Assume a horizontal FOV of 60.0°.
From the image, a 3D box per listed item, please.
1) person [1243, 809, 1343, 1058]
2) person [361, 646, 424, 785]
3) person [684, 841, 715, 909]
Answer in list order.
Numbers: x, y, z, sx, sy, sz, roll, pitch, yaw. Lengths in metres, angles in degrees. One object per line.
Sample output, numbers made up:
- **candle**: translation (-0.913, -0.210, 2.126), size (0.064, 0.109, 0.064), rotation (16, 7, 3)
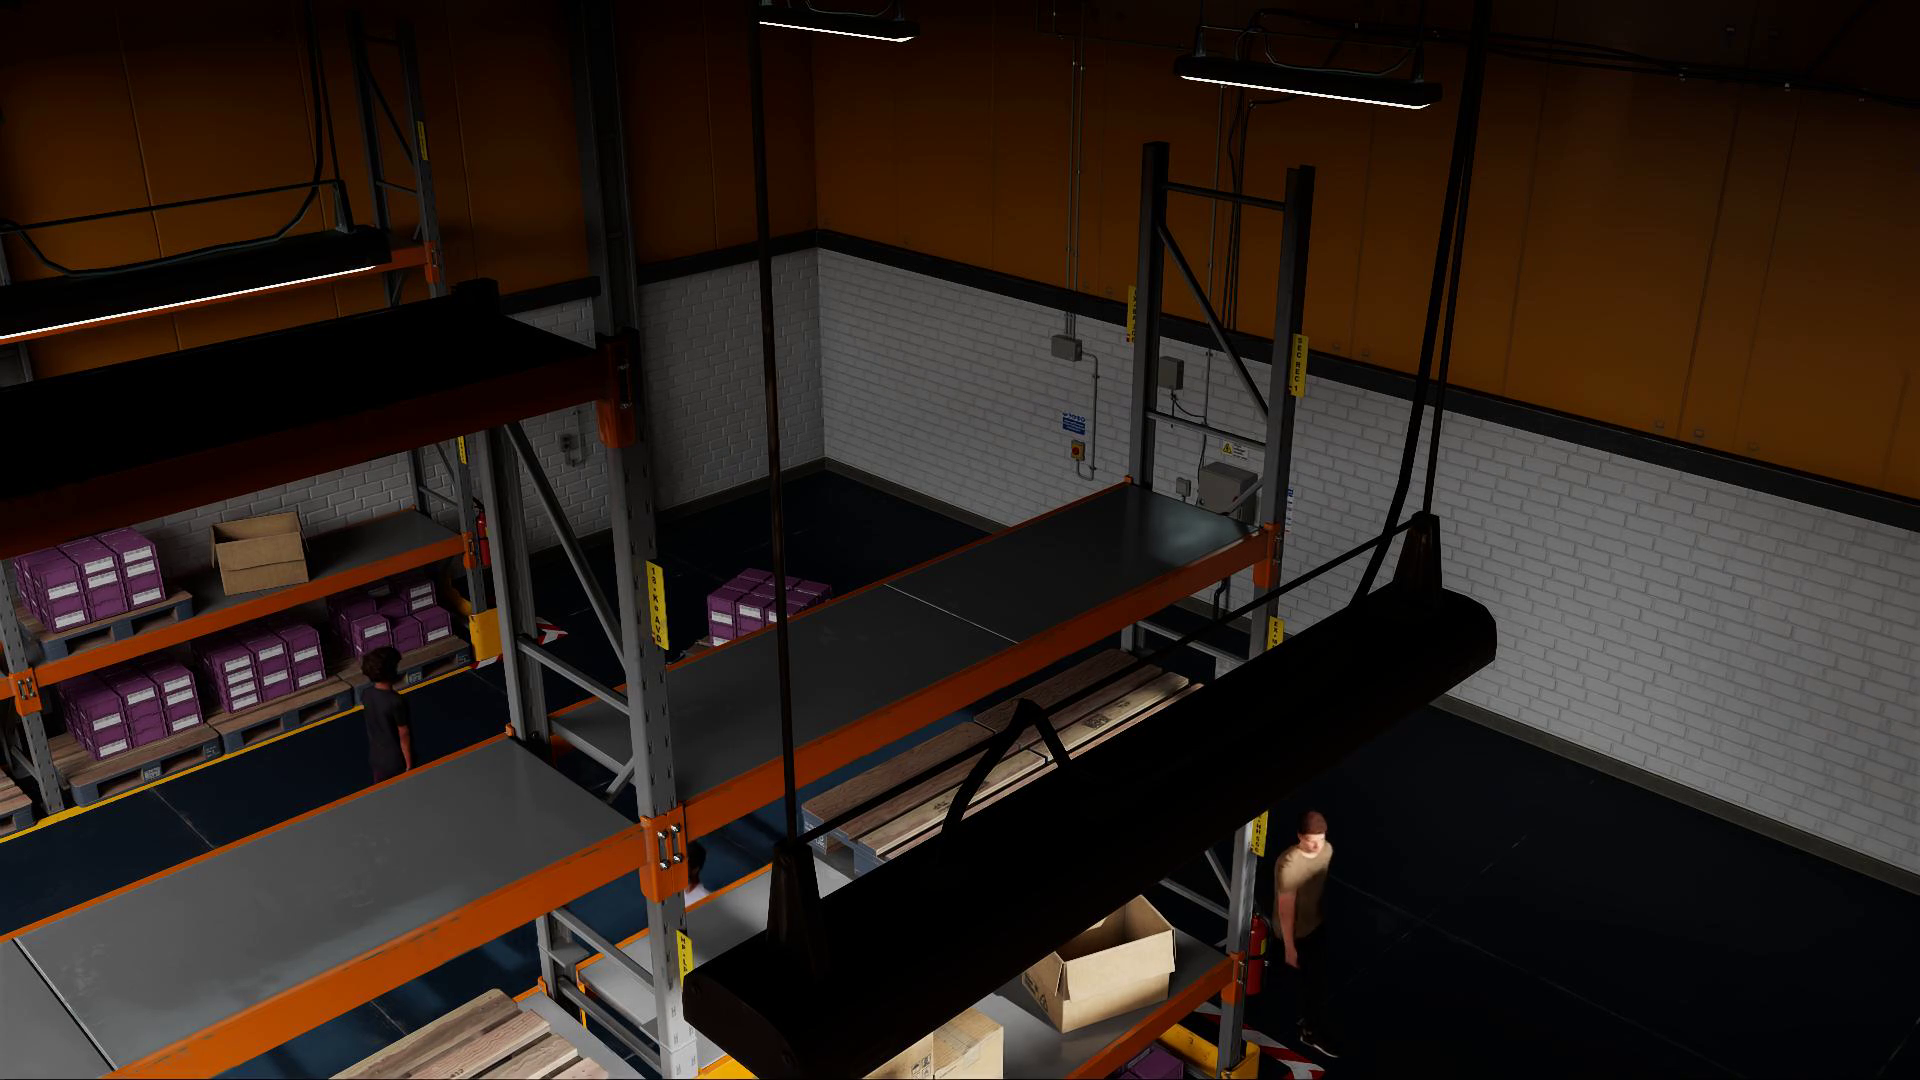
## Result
- **person**: translation (2.143, 2.516, 10.914), size (1.086, 1.824, 0.818), rotation (-18, 30, -36)
- **person**: translation (-4.448, 1.693, 12.882), size (0.845, 1.755, 1.037), rotation (11, 26, 24)
- **person**: translation (-1.644, 2.661, 10.543), size (0.720, 1.855, 0.878), rotation (17, 29, 33)
